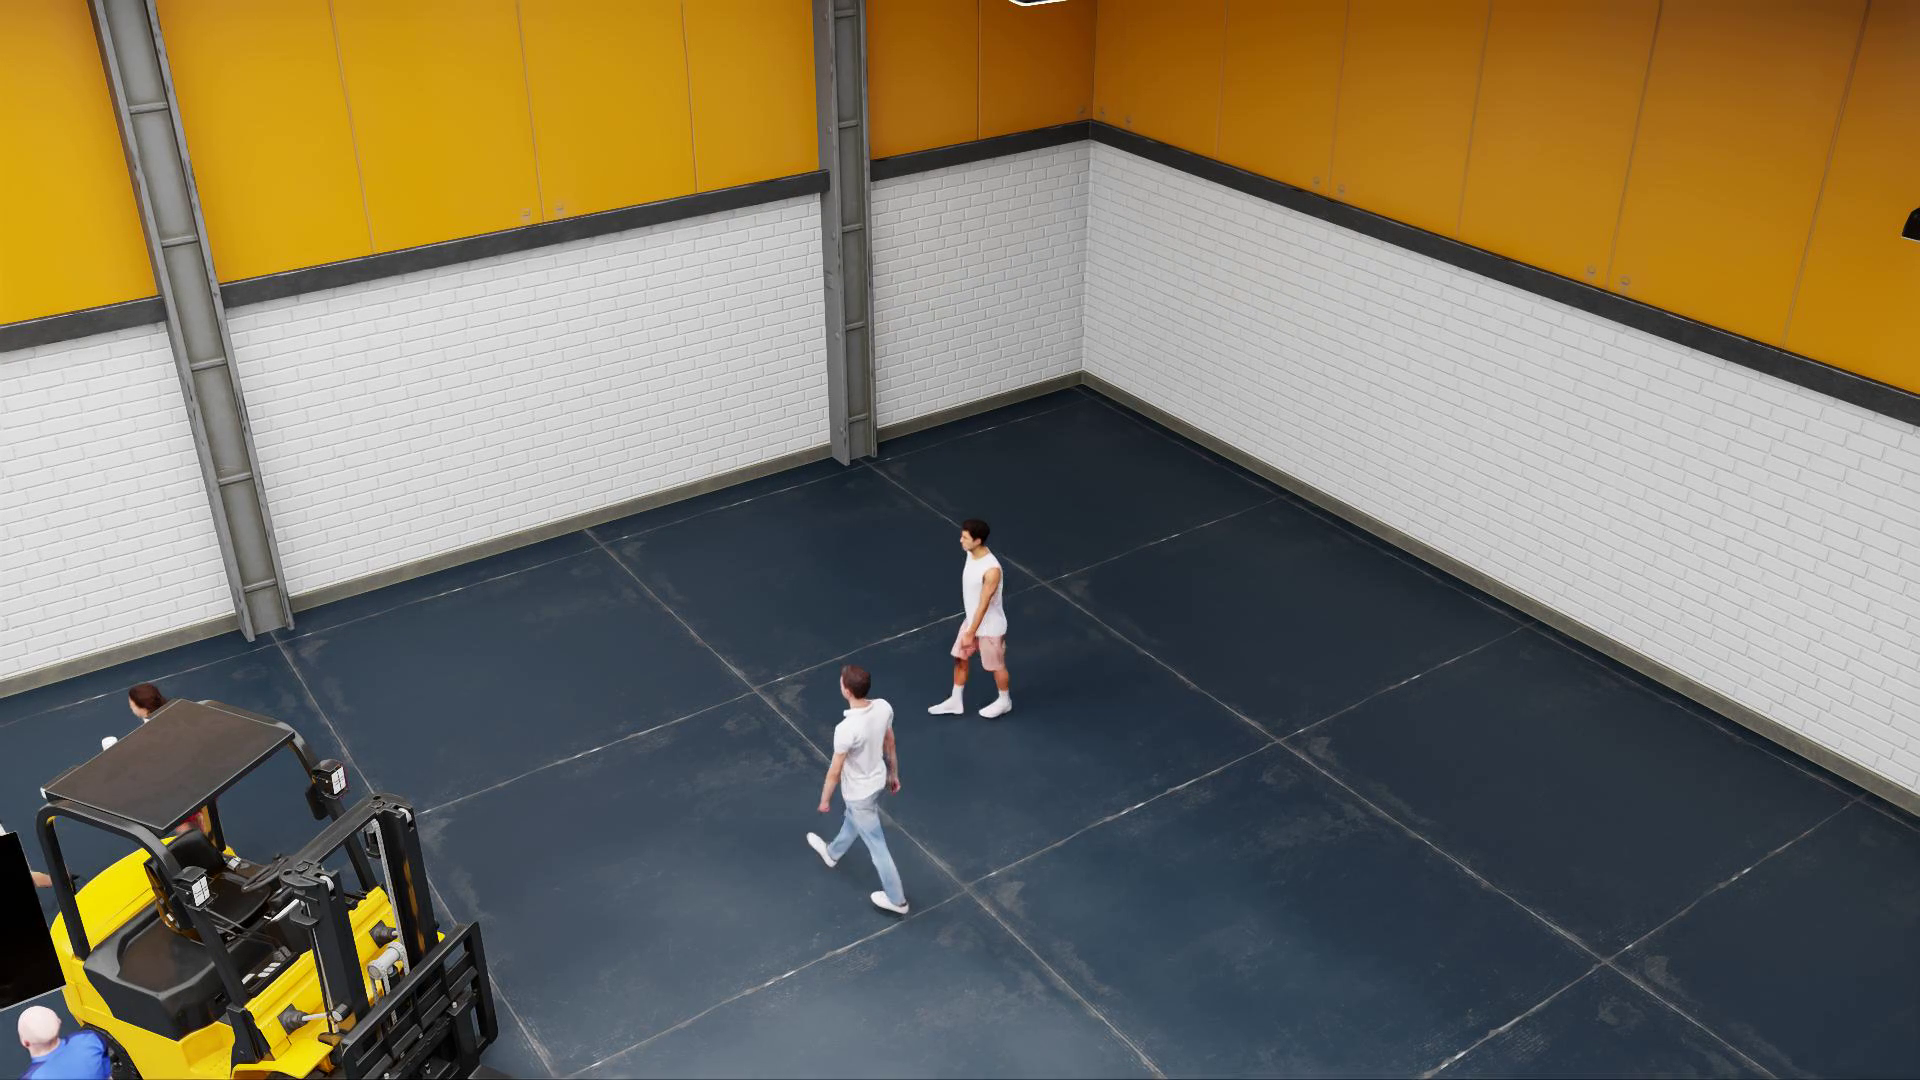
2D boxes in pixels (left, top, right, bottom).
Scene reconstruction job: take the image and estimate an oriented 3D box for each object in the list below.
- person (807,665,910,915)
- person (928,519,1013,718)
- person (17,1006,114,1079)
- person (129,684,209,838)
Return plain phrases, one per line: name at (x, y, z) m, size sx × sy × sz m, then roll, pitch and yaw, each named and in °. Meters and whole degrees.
person at (-0.554, 1.683, 10.898) m, size 1.027 × 1.800 × 1.214 m, roll 18°, pitch 34°, yaw 30°
person at (0.274, 0.624, 12.885) m, size 0.951 × 1.757 × 0.731 m, roll -12°, pitch 31°, yaw -21°
person at (-4.407, 3.041, 8.366) m, size 0.818 × 1.842 × 0.703 m, roll 12°, pitch 31°, yaw 20°
person at (-5.314, 1.623, 11.267) m, size 0.743 × 1.552 × 0.683 m, roll 2°, pitch 29°, yaw 4°
